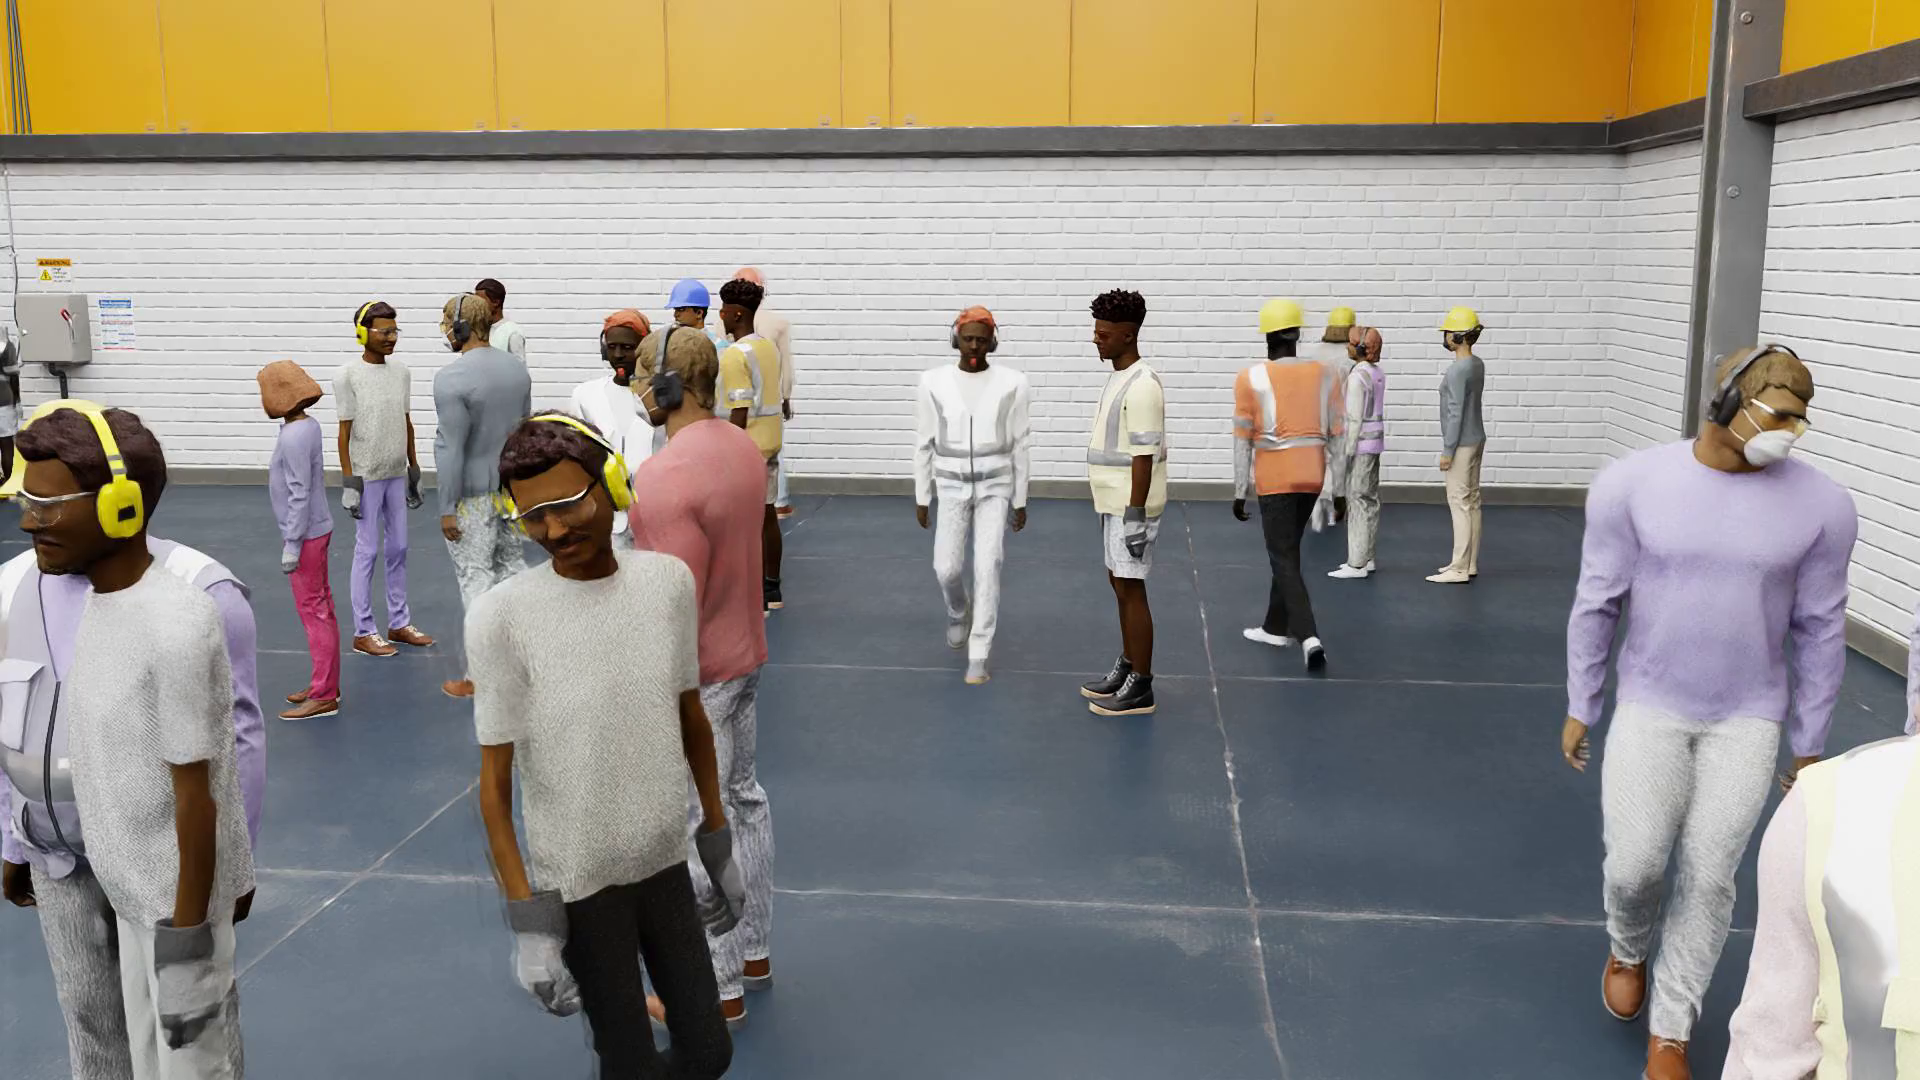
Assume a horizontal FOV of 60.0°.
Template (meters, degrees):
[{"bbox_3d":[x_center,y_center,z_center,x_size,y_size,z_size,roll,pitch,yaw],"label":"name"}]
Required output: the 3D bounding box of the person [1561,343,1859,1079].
[{"bbox_3d":[1.871,0.451,4.217,0.653,1.905,0.486,3,10,19],"label":"person"}]

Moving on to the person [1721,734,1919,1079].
[{"bbox_3d":[1.163,0.895,1.845,0.633,1.846,0.429,6,12,31],"label":"person"}]

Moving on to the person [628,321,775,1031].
[{"bbox_3d":[-0.710,0.376,4.556,0.354,1.936,0.635,2,10,12],"label":"person"}]

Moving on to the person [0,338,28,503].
[{"bbox_3d":[-8.126,-1.140,13.929,0.540,1.697,0.318,-1,10,-8],"label":"person"}]

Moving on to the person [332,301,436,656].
[{"bbox_3d":[-3.048,-0.320,8.770,0.326,1.862,0.508,5,11,28],"label":"person"}]

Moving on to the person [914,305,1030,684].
[{"bbox_3d":[0.066,-0.246,8.345,0.578,1.865,0.616,1,10,5],"label":"person"}]

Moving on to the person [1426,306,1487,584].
[{"bbox_3d":[3.183,-0.600,10.634,0.327,1.769,0.525,7,12,33],"label":"person"}]

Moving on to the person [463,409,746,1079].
[{"bbox_3d":[-0.627,0.660,3.203,0.500,1.842,0.558,9,13,41],"label":"person"}]

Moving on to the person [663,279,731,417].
[{"bbox_3d":[-1.628,-0.629,10.274,0.603,1.949,0.389,9,13,40],"label":"person"}]

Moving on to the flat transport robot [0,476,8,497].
[{"bbox_3d":[-8.649,-0.518,14.438,0.652,0.197,1.431,-6,11,-29],"label":"flat transport robot"}]

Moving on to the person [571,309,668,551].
[{"bbox_3d":[-1.408,-0.061,7.244,0.579,1.878,0.354,1,10,8],"label":"person"}]

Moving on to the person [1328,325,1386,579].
[{"bbox_3d":[2.598,-0.566,10.789,0.307,1.645,0.513,5,11,28],"label":"person"}]

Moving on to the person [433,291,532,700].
[{"bbox_3d":[-2.259,-0.205,7.904,0.359,1.932,0.628,4,11,22],"label":"person"}]

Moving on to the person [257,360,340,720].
[{"bbox_3d":[-3.008,-0.002,7.590,0.281,1.633,0.499,-2,10,-14],"label":"person"}]

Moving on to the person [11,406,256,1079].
[{"bbox_3d":[-1.467,0.683,3.038,0.322,1.862,0.509,-9,13,-41],"label":"person"}]

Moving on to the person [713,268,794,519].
[{"bbox_3d":[-1.604,-1.138,13.123,0.697,1.984,0.382,-4,11,-20],"label":"person"}]

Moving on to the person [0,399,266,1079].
[{"bbox_3d":[-1.752,0.618,3.469,0.600,1.830,0.403,2,10,10],"label":"person"}]

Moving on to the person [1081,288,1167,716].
[{"bbox_3d":[0.759,-0.172,7.651,0.374,1.958,0.607,-1,10,-5],"label":"person"}]

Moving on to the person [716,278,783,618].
[{"bbox_3d":[-1.222,-0.527,9.640,0.369,1.965,0.609,3,10,16],"label":"person"}]

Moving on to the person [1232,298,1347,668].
[{"bbox_3d":[1.735,-0.301,8.593,0.586,1.890,0.872,-4,11,-20],"label":"person"}]

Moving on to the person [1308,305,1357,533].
[{"bbox_3d":[2.834,-0.917,12.604,0.486,1.715,0.786,7,12,35],"label":"person"}]

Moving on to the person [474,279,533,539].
[{"bbox_3d":[-3.350,-0.946,12.180,0.373,1.916,0.596,-9,13,-42],"label":"person"}]
